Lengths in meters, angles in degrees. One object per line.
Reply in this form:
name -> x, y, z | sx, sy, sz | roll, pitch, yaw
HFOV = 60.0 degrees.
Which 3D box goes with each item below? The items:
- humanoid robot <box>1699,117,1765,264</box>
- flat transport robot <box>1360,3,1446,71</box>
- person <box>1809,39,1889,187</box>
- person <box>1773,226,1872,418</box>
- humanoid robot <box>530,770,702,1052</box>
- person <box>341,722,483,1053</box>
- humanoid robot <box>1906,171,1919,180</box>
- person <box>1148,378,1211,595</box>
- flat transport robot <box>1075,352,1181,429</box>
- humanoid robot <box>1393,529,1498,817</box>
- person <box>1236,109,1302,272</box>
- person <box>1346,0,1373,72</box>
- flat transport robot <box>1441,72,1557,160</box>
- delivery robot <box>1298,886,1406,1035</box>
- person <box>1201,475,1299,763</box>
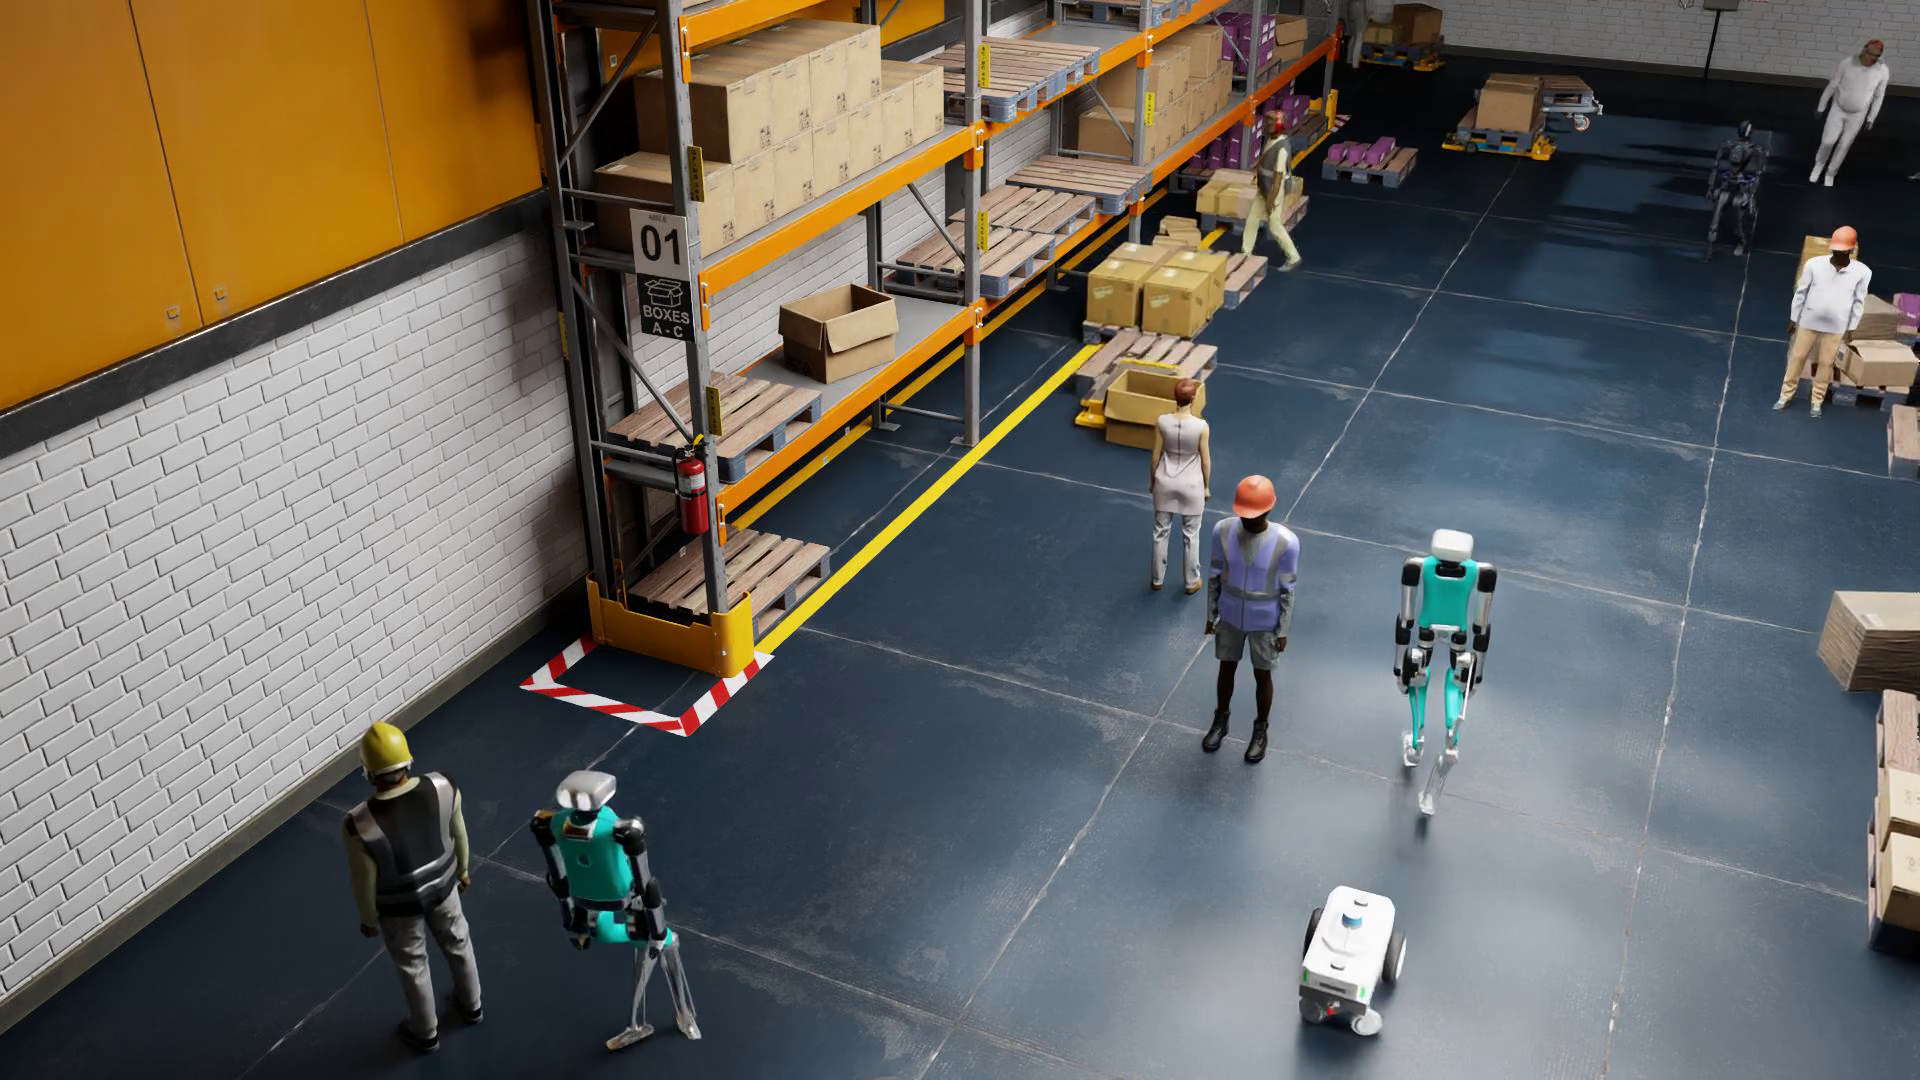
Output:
humanoid robot -> 8.651, -3.903, 18.533 | 0.733, 1.645, 0.605 | -24, 36, -37
flat transport robot -> 7.241, -7.983, 27.530 | 1.431, 0.231, 0.659 | 18, 33, 30
person -> 11.224, -5.393, 21.035 | 0.727, 1.874, 0.450 | 11, 30, 20
person -> 7.664, -1.939, 14.758 | 0.572, 1.748, 0.341 | 16, 32, 27
humanoid robot -> -1.578, 1.729, 7.968 | 0.580, 1.783, 0.779 | 6, 29, 11
person -> -2.632, 1.666, 7.992 | 0.591, 1.832, 0.404 | -25, 37, -38
humanoid robot -> 12.773, -5.515, 21.442 | 0.876, 1.770, 0.535 | -2, 28, -4
person -> 1.574, -0.381, 11.970 | 0.451, 1.657, 0.290 | 10, 30, 18
flat transport robot -> 1.587, -1.344, 15.220 | 0.659, 0.231, 1.431 | 11, 30, 19
humanoid robot -> 2.772, 0.835, 9.642 | 0.539, 1.742, 1.007 | 6, 29, 11
person -> 3.396, -3.793, 18.139 | 0.852, 1.809, 0.576 | -4, 29, -7
person -> 6.462, -8.524, 26.910 | 0.404, 1.822, 0.529 | -2, 28, -3
flat transport robot -> 7.411, -5.459, 22.850 | 1.431, 0.231, 0.659 | 13, 31, 22
delivery robot -> 1.996, 2.116, 8.507 | 0.519, 0.599, 0.771 | 12, 31, 22
person -> 1.740, 0.473, 10.109 | 0.543, 1.929, 0.387 | 13, 31, 23
